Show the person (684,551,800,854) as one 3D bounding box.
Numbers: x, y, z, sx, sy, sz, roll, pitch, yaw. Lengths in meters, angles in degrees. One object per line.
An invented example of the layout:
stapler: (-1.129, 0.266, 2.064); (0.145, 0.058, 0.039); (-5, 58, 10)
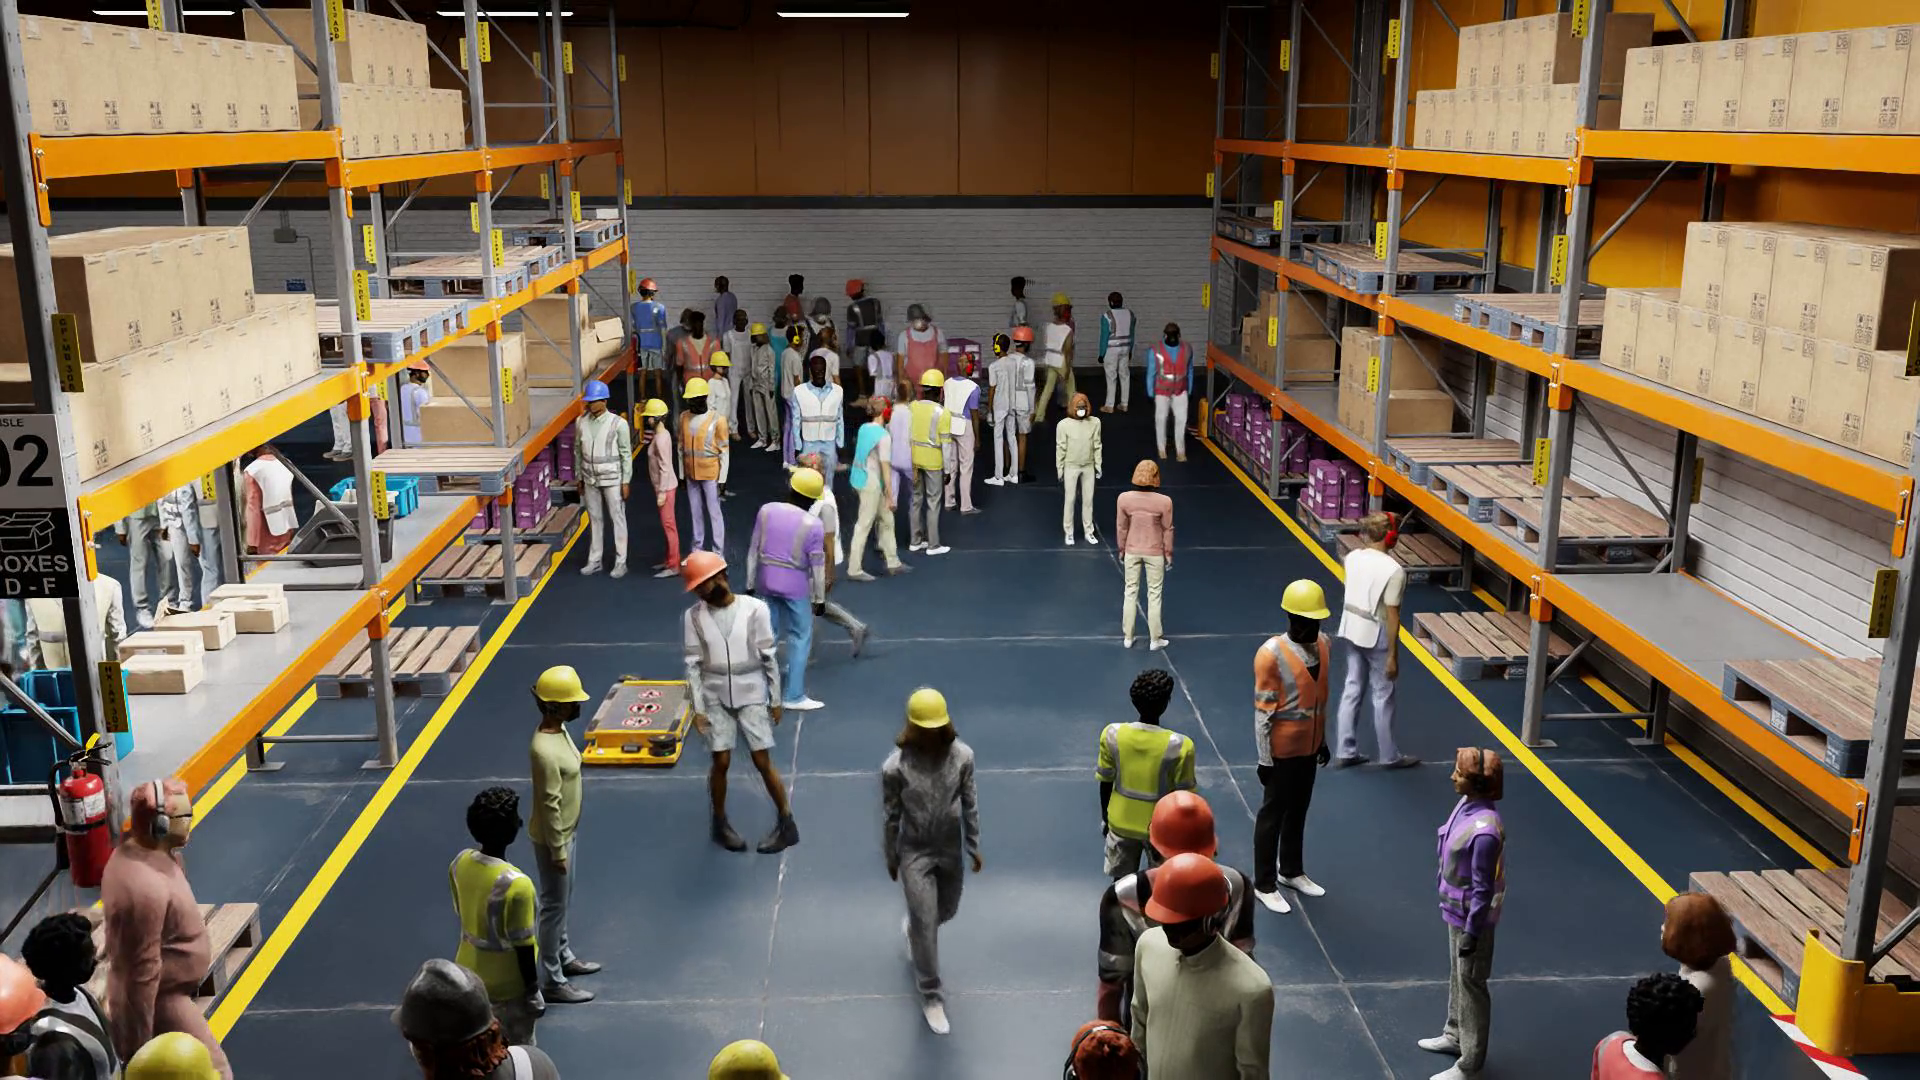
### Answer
person: (-1.348, 0.992, 10.191); (0.672, 1.877, 0.400); (0, 14, 0)

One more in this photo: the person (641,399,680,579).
person: (-2.921, -0.505, 16.249); (0.326, 1.769, 0.524); (-2, 14, -10)

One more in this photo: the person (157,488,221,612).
person: (-6.766, -0.147, 14.613); (0.575, 1.883, 0.362); (2, 14, 8)

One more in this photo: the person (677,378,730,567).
person: (-2.567, -0.661, 16.538); (0.594, 1.926, 0.366); (8, 16, 27)

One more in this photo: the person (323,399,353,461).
person: (-8.193, -1.979, 21.804); (0.356, 1.882, 0.574); (-12, 19, -40)

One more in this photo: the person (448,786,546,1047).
person: (-1.960, 1.865, 7.099); (0.534, 1.694, 0.320); (13, 19, 42)

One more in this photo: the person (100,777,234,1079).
person: (-3.315, 1.872, 6.784); (0.996, 1.854, 0.651); (-8, 17, -30)

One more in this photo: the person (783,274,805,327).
person: (-2.675, -3.326, 26.967); (0.368, 1.945, 0.599); (-3, 15, -12)

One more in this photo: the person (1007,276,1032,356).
person: (0.879, -3.264, 26.713); (0.654, 1.943, 0.617); (4, 15, 16)

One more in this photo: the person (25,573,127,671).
person: (-5.612, 0.851, 10.622); (0.587, 1.920, 0.391); (-2, 14, -9)

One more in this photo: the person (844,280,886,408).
person: (-1.454, -3.046, 25.801); (0.724, 1.993, 0.386); (-10, 17, -34)

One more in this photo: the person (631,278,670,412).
person: (-4.725, -2.957, 25.338); (0.605, 2.035, 0.392); (2, 14, 9)

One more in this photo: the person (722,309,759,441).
person: (-3.045, -2.297, 23.145); (0.504, 1.839, 0.342); (-7, 16, -24)

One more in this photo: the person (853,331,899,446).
person: (-1.059, -1.975, 22.262); (0.908, 1.630, 0.551); (13, 19, 41)

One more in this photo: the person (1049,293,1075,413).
person: (1.549, -2.854, 25.366); (0.403, 1.824, 0.591); (-3, 15, -11)

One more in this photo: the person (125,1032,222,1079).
person: (-2.231, 2.332, 4.830); (0.586, 1.901, 0.534); (1, 14, 6)

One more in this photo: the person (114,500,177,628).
person: (-7.216, -0.186, 14.720); (0.385, 1.909, 0.602); (9, 17, 33)

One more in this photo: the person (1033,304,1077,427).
person: (1.472, -2.531, 24.144); (0.974, 1.797, 0.568); (-12, 18, -38)

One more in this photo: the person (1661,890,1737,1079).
person: (2.694, 2.087, 6.405); (0.847, 1.592, 0.500); (9, 17, 32)

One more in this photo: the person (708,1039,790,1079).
person: (-0.659, 2.343, 5.138); (0.322, 1.737, 0.486); (-3, 15, -12)

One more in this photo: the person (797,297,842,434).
person: (-1.957, -2.415, 23.198); (0.710, 2.000, 0.581); (-10, 17, -35)

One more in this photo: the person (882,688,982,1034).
person: (-0.176, 1.522, 8.380); (0.487, 1.719, 0.757); (-6, 16, -24)

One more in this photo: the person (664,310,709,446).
person: (-3.736, -2.224, 22.782); (0.677, 1.865, 0.988); (-2, 14, -6)

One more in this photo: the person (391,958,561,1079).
person: (-1.530, 2.206, 5.059); (0.538, 2.000, 0.683); (6, 15, 22)

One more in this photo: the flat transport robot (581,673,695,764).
flat transport robot: (-2.300, 1.292, 12.174); (0.652, 0.197, 1.431); (0, 14, 0)

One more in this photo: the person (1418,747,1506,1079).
person: (2.358, 1.734, 7.714); (0.308, 1.640, 0.511); (2, 14, 7)

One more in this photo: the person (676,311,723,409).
person: (-3.495, -2.133, 22.340); (0.601, 1.923, 0.982); (-5, 15, -18)

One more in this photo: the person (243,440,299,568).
person: (-5.880, -0.061, 14.232); (0.411, 1.906, 0.603); (2, 14, 9)

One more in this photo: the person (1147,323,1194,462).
person: (2.760, -1.904, 21.653); (0.653, 1.808, 0.843); (-2, 14, -6)

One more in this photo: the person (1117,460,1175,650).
person: (1.563, 0.125, 14.039); (0.499, 1.633, 0.286); (6, 15, 22)
